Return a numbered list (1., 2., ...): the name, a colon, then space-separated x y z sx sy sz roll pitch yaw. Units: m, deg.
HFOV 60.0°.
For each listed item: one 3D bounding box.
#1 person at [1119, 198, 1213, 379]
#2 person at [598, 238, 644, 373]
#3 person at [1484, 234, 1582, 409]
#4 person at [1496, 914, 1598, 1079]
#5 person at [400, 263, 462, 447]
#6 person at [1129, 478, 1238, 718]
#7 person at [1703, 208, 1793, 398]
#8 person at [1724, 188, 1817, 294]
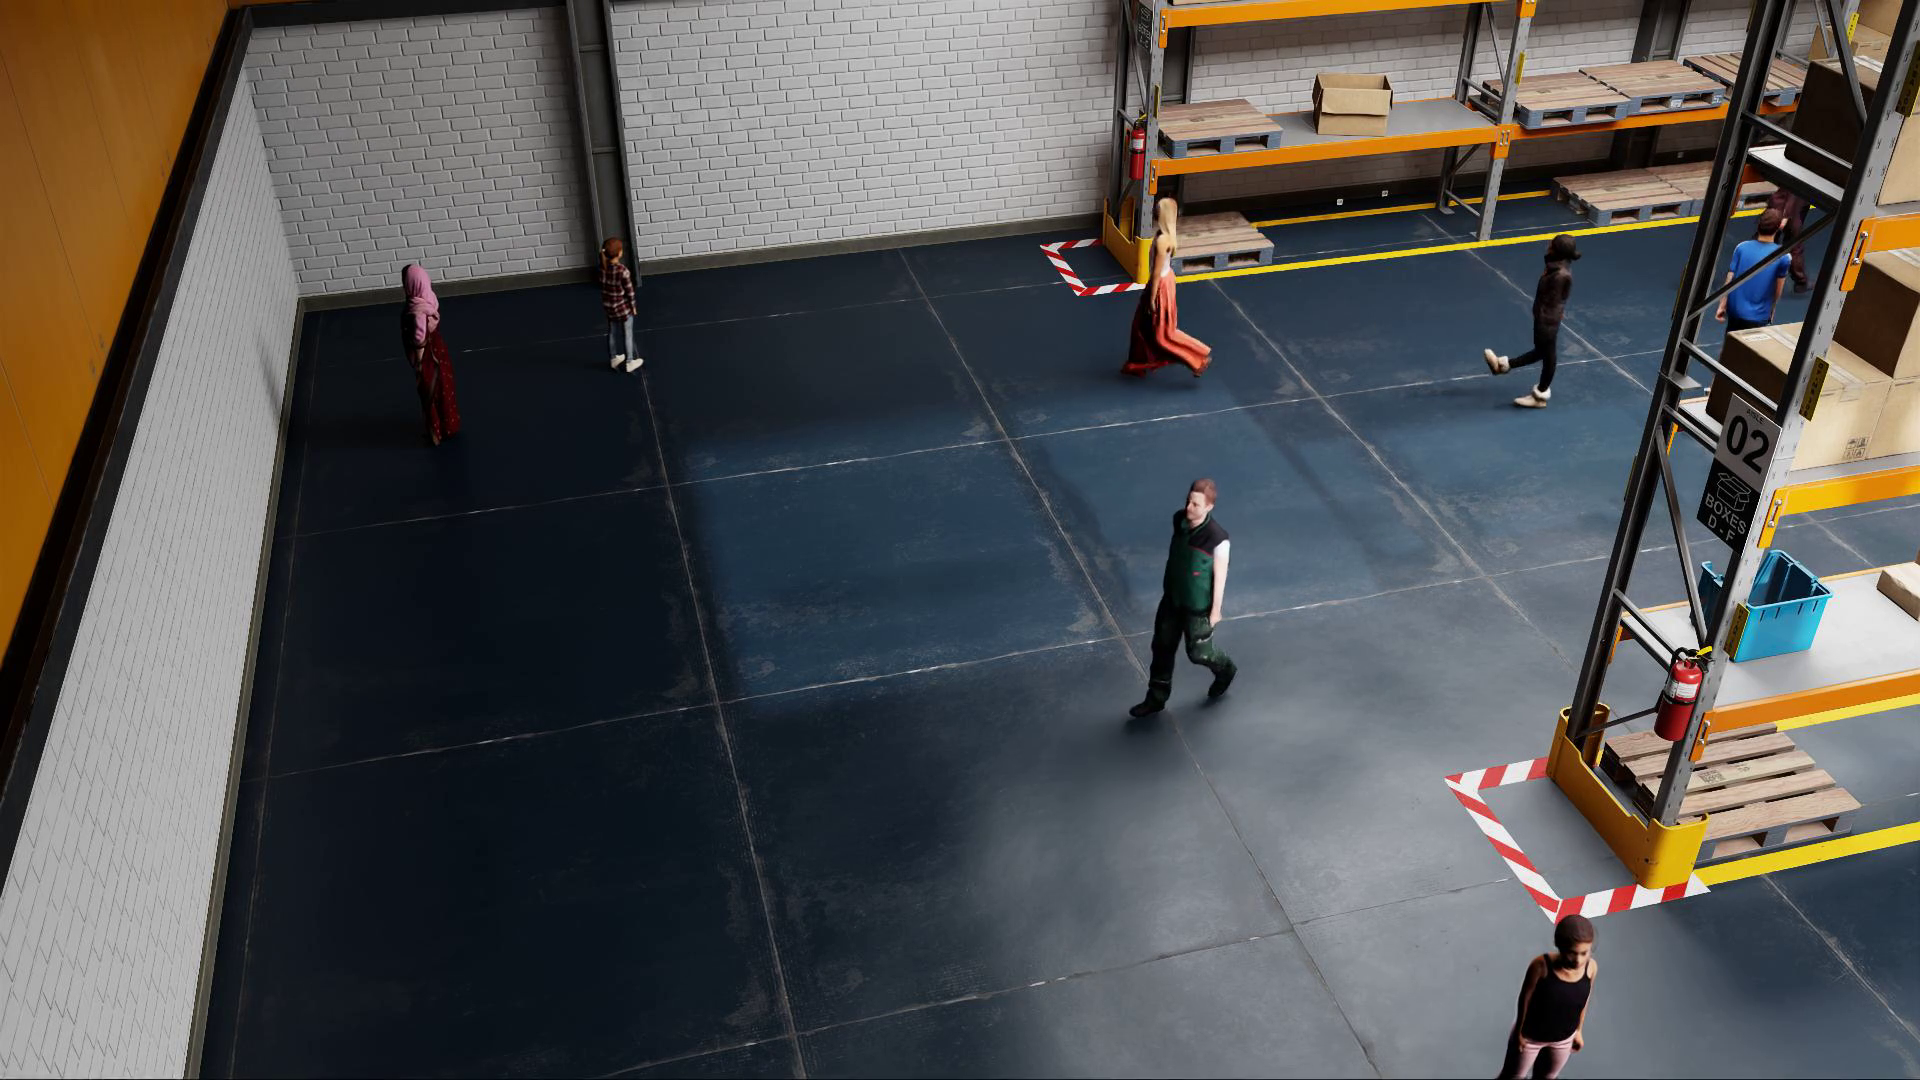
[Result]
1. person: 1.917 -2.231 15.111 1.172 1.781 0.969 8 35 12
2. person: -3.194 -2.197 15.492 0.598 1.303 0.663 17 37 23
3. person: 5.117 -1.952 14.805 0.823 1.656 0.952 -6 34 -10
4. person: 2.906 2.442 8.277 0.521 1.565 0.646 -1 34 -2
5. person: -4.580 -1.623 14.327 0.702 1.637 0.729 1 34 1
6. person: 1.607 0.381 11.151 1.173 1.816 0.908 -23 40 -30
7. person: 6.925 -1.988 14.702 1.260 1.830 1.010 -29 43 -36
8. person: 8.222 -3.329 16.739 1.299 1.808 0.998 4 34 6
